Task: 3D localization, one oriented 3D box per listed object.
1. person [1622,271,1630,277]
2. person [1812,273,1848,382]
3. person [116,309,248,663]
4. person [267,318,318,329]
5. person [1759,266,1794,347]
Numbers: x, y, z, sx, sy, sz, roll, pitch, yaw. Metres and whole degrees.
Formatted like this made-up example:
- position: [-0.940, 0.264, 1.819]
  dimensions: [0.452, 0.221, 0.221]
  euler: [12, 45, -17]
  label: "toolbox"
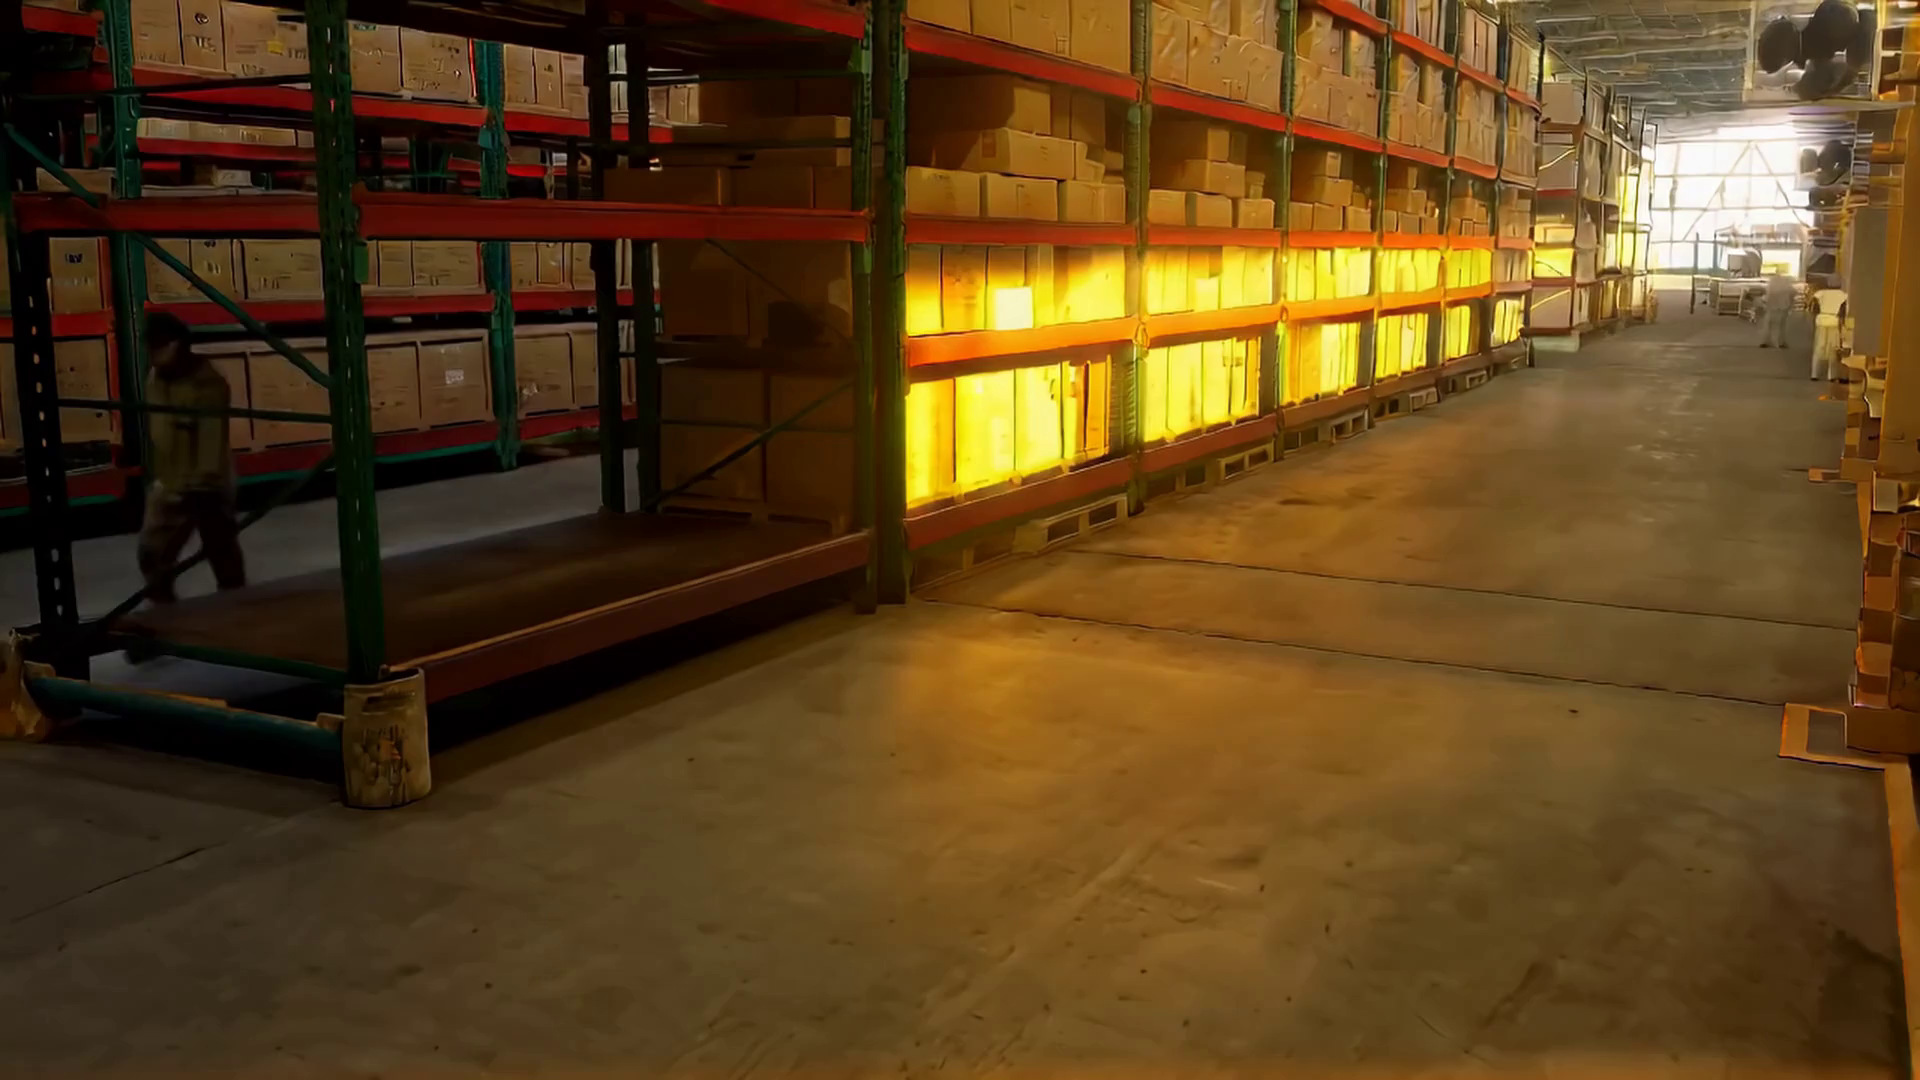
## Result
- position: [21.703, -8.192, 54.631]
  dimensions: [0.569, 1.888, 0.957]
  euler: [-8, 13, -40]
  label: "person"
- position: [14.668, -3.572, 28.062]
  dimensions: [0.560, 1.837, 0.388]
  euler: [9, 13, 42]
  label: "person"
- position: [-4.151, -0.265, 8.789]
  dimensions: [0.668, 1.880, 0.776]
  euler: [6, 12, 32]
  label: "person"
- position: [-7.734, -2.112, 19.429]
  dimensions: [0.635, 1.906, 0.960]
  euler: [4, 10, 20]
  label: "person"
- position: [18.833, -5.369, 38.354]
  dimensions: [0.718, 1.880, 0.456]
  euler: [2, 10, 12]
  label: "person"
